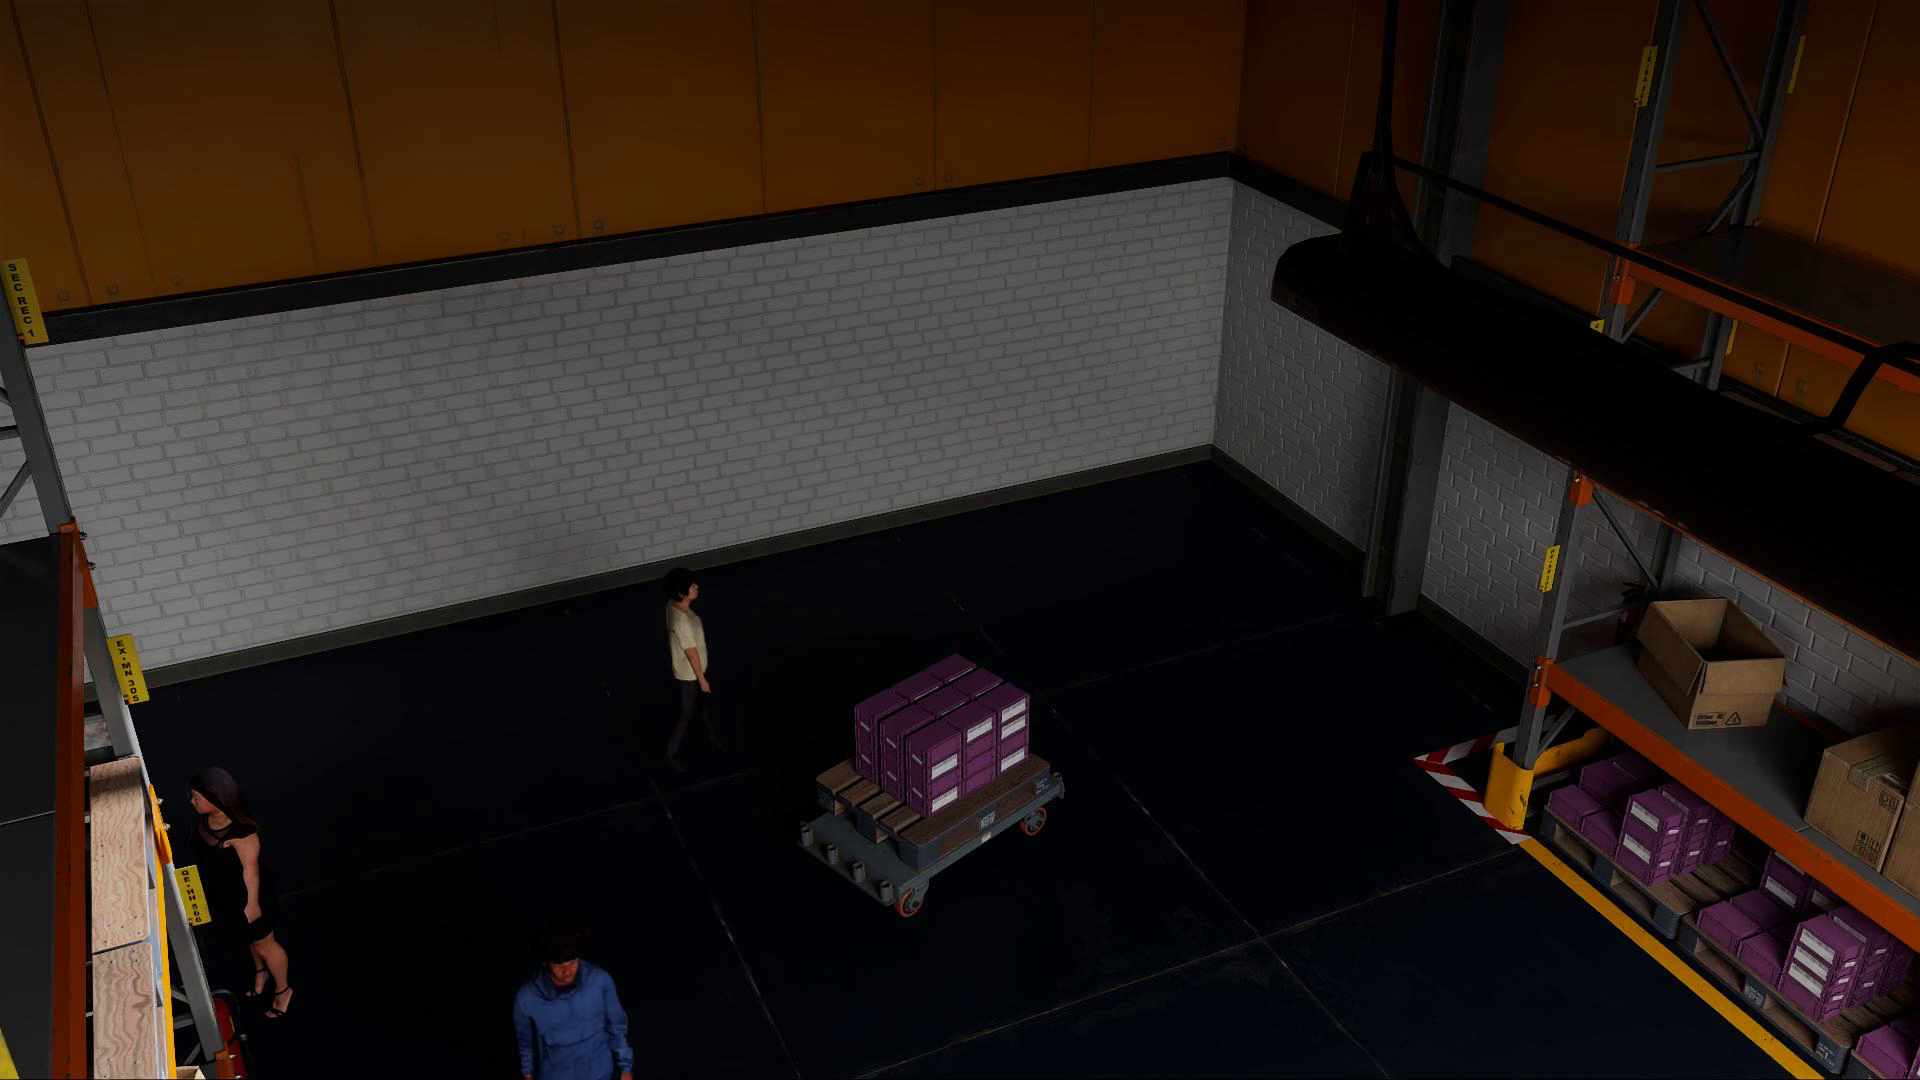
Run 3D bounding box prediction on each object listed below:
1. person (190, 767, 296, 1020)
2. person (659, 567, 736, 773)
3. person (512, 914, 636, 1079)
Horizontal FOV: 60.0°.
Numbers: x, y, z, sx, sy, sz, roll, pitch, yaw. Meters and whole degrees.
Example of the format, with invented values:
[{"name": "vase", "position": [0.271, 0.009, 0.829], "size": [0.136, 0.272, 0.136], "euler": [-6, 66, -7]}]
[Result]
[{"name": "person", "position": [-4.079, 1.998, 9.478], "size": [0.780, 1.718, 0.645], "euler": [-24, 37, -37]}, {"name": "person", "position": [-1.933, 0.921, 11.599], "size": [0.745, 1.577, 0.776], "euler": [-7, 29, -12]}, {"name": "person", "position": [-1.964, 2.569, 8.365], "size": [0.687, 1.780, 0.967], "euler": [-13, 31, -22]}]
